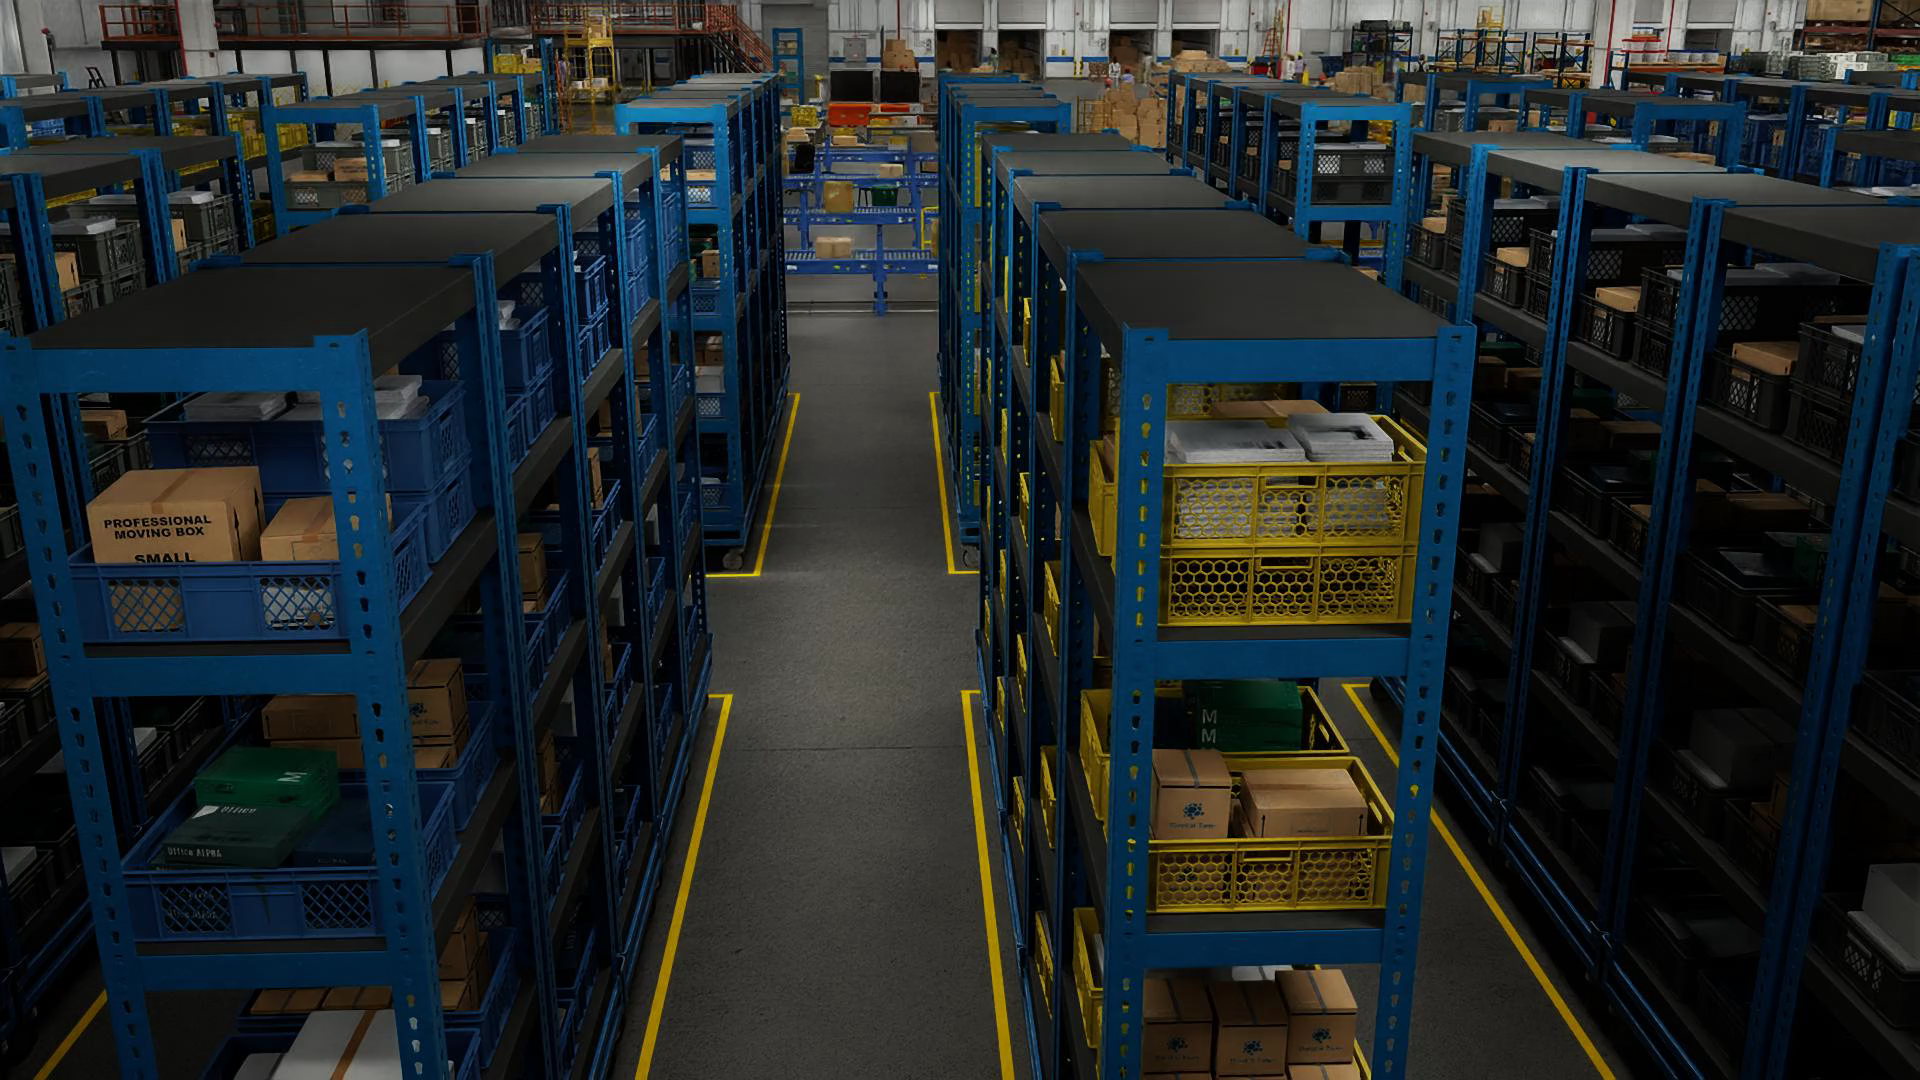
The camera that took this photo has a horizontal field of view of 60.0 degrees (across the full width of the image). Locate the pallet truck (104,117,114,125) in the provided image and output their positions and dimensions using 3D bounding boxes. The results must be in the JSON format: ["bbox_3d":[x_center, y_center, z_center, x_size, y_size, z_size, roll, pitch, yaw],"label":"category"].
[{"bbox_3d":[-18.367,-7.885,35.078,1.885,1.965,0.823,1,18,2],"label":"pallet truck"}]

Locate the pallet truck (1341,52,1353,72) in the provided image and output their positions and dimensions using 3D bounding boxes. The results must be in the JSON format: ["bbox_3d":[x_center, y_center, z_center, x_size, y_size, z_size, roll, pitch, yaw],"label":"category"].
[{"bbox_3d":[18.794,-23.123,82.231,0.823,1.965,1.885,-13,22,-35],"label":"pallet truck"}]

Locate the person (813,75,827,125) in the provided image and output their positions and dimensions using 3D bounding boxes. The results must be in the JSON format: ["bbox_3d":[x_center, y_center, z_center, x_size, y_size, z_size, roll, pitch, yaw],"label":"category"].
[{"bbox_3d":[-5.240,-15.976,60.427,0.827,1.797,0.631,2,18,5],"label":"person"}]

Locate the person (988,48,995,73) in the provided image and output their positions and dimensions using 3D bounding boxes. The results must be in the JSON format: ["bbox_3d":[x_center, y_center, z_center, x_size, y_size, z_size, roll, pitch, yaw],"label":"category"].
[{"bbox_3d":[1.810,-26.765,93.739,0.931,1.883,0.607,2,18,7],"label":"person"}]

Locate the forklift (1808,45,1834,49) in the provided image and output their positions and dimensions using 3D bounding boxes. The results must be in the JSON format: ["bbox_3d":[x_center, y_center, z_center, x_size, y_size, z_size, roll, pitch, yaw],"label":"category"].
[{"bbox_3d":[31.325,-16.635,60.741,1.129,2.768,1.873,-1,18,-2],"label":"forklift"}]

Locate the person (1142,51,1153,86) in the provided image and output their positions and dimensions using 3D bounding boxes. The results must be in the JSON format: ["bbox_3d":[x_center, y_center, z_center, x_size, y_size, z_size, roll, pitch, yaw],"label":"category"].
[{"bbox_3d":[10.103,-25.187,88.900,0.689,1.832,0.341,3,18,11],"label":"person"}]

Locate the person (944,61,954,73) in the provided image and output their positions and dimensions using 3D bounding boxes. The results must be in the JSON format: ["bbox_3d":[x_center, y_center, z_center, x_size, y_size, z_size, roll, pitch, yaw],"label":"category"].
[{"bbox_3d":[-0.475,-19.865,72.368,1.021,1.865,0.596,-16,24,-40],"label":"person"}]

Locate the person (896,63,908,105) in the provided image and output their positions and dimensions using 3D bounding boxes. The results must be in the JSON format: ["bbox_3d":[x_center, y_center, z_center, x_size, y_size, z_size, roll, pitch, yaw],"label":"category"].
[{"bbox_3d":[-2.369,-18.520,68.087,0.544,1.936,0.359,-10,21,-29],"label":"person"}]

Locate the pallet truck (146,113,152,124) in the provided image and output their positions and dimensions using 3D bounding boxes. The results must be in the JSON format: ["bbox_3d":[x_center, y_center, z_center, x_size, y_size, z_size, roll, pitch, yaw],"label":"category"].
[{"bbox_3d":[-18.087,-8.309,36.390,1.885,1.965,0.823,-1,18,-4],"label":"pallet truck"}]

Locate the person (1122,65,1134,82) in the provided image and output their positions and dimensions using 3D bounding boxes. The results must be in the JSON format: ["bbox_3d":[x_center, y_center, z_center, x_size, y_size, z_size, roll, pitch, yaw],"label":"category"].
[{"bbox_3d":[6.609,-17.907,66.212,0.582,1.918,0.566,-8,20,-24],"label":"person"}]

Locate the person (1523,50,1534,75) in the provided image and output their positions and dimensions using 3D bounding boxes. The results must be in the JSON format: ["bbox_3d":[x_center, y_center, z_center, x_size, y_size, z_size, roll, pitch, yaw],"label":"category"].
[{"bbox_3d":[30.296,-25.162,88.707,0.585,1.904,0.629,8,20,24],"label":"person"}]

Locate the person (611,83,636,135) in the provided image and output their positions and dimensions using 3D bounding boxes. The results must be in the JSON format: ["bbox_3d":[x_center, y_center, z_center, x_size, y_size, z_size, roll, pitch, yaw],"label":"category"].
[{"bbox_3d":[-11.407,-14.466,55.903,0.876,1.695,0.510,-2,18,-7],"label":"person"}]

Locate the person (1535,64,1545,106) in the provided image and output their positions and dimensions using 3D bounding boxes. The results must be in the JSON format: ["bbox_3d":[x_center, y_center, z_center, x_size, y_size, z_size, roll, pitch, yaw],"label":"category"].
[{"bbox_3d":[24.106,-18.860,69.271,0.503,1.861,0.331,-9,20,-27],"label":"person"}]

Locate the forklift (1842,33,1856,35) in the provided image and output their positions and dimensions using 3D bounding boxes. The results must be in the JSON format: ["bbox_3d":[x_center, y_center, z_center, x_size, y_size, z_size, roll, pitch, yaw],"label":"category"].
[{"bbox_3d":[45.972,-24.928,86.404,1.873,2.768,1.129,1,18,4],"label":"forklift"}]

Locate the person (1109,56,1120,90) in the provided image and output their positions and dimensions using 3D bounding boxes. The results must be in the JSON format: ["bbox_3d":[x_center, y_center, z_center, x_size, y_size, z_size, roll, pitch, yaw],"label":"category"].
[{"bbox_3d":[7.306,-21.903,78.662,0.573,1.877,0.353,-6,19,-18],"label":"person"}]

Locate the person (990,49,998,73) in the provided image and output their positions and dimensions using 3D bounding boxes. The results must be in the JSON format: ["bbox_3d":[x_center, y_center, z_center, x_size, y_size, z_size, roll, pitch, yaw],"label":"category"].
[{"bbox_3d":[1.991,-26.444,92.823,0.930,1.796,0.658,3,18,8],"label":"person"}]

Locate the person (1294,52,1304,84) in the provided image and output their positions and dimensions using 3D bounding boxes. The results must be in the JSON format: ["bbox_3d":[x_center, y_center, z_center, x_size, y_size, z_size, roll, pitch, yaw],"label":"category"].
[{"bbox_3d":[17.063,-23.574,83.756,0.585,1.922,0.391,-10,20,-28],"label":"person"}]

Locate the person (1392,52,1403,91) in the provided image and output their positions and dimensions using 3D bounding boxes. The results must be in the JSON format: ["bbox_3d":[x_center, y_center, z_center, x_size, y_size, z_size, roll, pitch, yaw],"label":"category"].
[{"bbox_3d":[22.048,-23.614,83.855,0.439,1.929,0.639,2,18,6],"label":"person"}]

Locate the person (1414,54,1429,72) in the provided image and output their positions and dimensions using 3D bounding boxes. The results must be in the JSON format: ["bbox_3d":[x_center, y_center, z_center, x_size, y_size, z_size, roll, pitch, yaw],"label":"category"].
[{"bbox_3d":[21.435,-21.559,77.321,0.681,2.000,0.538,6,19,19],"label":"person"}]

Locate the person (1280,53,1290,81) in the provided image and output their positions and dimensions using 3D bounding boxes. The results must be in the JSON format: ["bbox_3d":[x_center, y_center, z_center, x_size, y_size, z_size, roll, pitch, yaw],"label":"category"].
[{"bbox_3d":[15.910,-22.889,81.640,0.808,1.909,0.653,-11,21,-31],"label":"person"}]

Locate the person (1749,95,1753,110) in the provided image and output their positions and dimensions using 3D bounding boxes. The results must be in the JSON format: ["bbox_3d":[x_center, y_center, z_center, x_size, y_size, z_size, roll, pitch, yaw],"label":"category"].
[{"bbox_3d":[27.621,-15.299,58.149,0.734,1.908,0.648,-3,18,-8],"label":"person"}]

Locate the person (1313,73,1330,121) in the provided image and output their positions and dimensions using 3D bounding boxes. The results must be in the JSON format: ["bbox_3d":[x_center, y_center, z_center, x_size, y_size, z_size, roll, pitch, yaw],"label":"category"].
[{"bbox_3d":[12.223,-14.794,56.422,0.629,2.016,0.489,2,18,5],"label":"person"}]

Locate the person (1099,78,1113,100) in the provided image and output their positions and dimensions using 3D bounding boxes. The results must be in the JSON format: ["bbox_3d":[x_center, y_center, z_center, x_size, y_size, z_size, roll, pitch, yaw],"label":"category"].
[{"bbox_3d":[4.744,-13.998,54.056,0.621,1.961,0.936,10,20,28],"label":"person"}]

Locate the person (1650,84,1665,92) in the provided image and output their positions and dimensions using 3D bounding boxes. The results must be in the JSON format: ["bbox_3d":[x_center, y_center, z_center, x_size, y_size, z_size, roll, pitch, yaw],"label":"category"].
[{"bbox_3d":[27.096,-17.390,64.545,0.604,1.963,0.367,5,19,15],"label":"person"}]

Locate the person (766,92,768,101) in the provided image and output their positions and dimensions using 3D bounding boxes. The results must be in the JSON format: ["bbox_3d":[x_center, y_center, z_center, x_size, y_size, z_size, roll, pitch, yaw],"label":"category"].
[{"bbox_3d":[-6.251,-13.643,53.015,0.386,1.922,0.561,1,18,2],"label":"person"}]

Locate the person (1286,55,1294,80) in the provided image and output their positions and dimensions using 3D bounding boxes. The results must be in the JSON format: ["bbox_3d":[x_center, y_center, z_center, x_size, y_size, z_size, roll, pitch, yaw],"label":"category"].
[{"bbox_3d":[16.019,-22.548,80.633,0.337,1.882,0.584,-5,19,-16],"label":"person"}]
